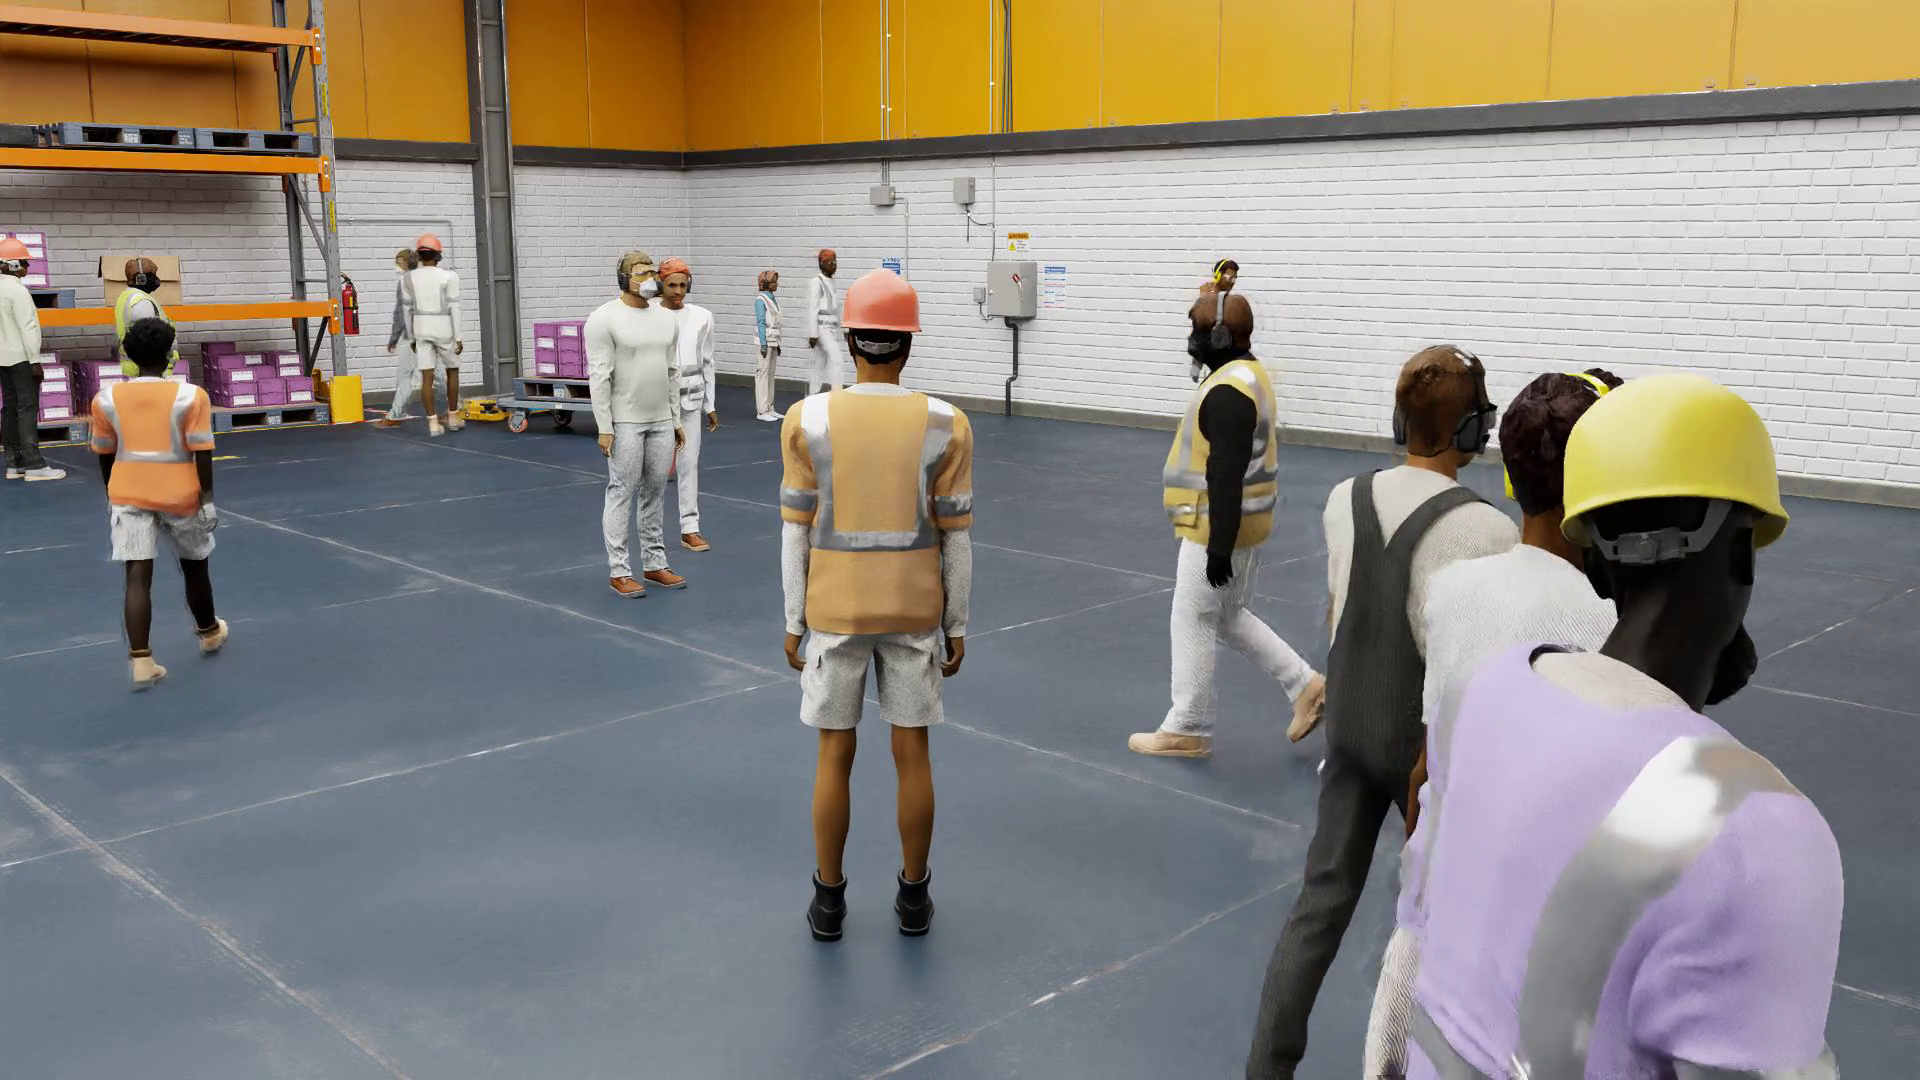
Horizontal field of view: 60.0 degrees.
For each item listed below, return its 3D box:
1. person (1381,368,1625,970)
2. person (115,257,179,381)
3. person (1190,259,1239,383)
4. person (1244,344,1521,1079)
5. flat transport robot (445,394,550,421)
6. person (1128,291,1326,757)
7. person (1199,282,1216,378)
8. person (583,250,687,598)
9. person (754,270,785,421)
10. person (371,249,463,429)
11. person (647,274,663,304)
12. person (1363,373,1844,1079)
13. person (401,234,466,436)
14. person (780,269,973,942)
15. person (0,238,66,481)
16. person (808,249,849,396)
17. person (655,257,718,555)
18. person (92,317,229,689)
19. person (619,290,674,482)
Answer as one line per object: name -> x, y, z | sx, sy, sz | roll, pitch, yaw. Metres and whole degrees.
person -> 0.948, 0.639, 2.685 | 0.946, 1.825, 0.527 | -3, 11, -16
person -> -6.558, -1.354, 13.475 | 0.429, 1.844, 0.627 | -8, 13, -39
person -> 2.384, -1.626, 15.082 | 0.525, 1.805, 0.967 | -6, 12, -28
person -> 0.969, 0.470, 3.678 | 0.986, 1.803, 0.533 | -9, 14, -41
flat transport robot -> -4.999, -1.510, 18.607 | 0.652, 0.197, 1.431 | 5, 12, 27
person -> 1.062, -0.040, 6.378 | 0.716, 1.820, 0.628 | 3, 11, 15
person -> 2.391, -1.584, 15.404 | 0.804, 1.589, 0.523 | 1, 10, 5
person -> -1.808, -0.656, 9.399 | 0.372, 1.940, 0.632 | 8, 13, 37
person -> -2.101, -2.127, 18.233 | 0.311, 1.642, 0.512 | 2, 11, 11
person -> -5.755, -2.138, 17.652 | 1.033, 1.894, 0.640 | -7, 13, -34
person -> -3.223, -2.094, 18.118 | 0.611, 1.608, 0.506 | 3, 11, 17
person -> 0.685, 0.780, 1.772 | 0.499, 1.881, 0.718 | -1, 10, -3
person -> -5.339, -2.095, 16.997 | 0.621, 2.019, 0.825 | 0, 10, 0
person -> -0.238, 0.199, 4.782 | 0.544, 1.933, 0.378 | -1, 10, -4
person -> -7.784, -1.488, 13.777 | 0.611, 1.996, 0.378 | 7, 13, 34
person -> -1.428, -2.368, 18.924 | 0.757, 1.859, 0.668 | 2, 11, 9
person -> -1.821, -0.850, 10.597 | 0.575, 1.887, 0.360 | -6, 12, -28
person -> -3.677, -0.196, 7.663 | 0.551, 1.644, 0.861 | -1, 10, -8
person -> -2.542, -1.308, 13.531 | 0.404, 1.733, 0.564 | 0, 10, -2
